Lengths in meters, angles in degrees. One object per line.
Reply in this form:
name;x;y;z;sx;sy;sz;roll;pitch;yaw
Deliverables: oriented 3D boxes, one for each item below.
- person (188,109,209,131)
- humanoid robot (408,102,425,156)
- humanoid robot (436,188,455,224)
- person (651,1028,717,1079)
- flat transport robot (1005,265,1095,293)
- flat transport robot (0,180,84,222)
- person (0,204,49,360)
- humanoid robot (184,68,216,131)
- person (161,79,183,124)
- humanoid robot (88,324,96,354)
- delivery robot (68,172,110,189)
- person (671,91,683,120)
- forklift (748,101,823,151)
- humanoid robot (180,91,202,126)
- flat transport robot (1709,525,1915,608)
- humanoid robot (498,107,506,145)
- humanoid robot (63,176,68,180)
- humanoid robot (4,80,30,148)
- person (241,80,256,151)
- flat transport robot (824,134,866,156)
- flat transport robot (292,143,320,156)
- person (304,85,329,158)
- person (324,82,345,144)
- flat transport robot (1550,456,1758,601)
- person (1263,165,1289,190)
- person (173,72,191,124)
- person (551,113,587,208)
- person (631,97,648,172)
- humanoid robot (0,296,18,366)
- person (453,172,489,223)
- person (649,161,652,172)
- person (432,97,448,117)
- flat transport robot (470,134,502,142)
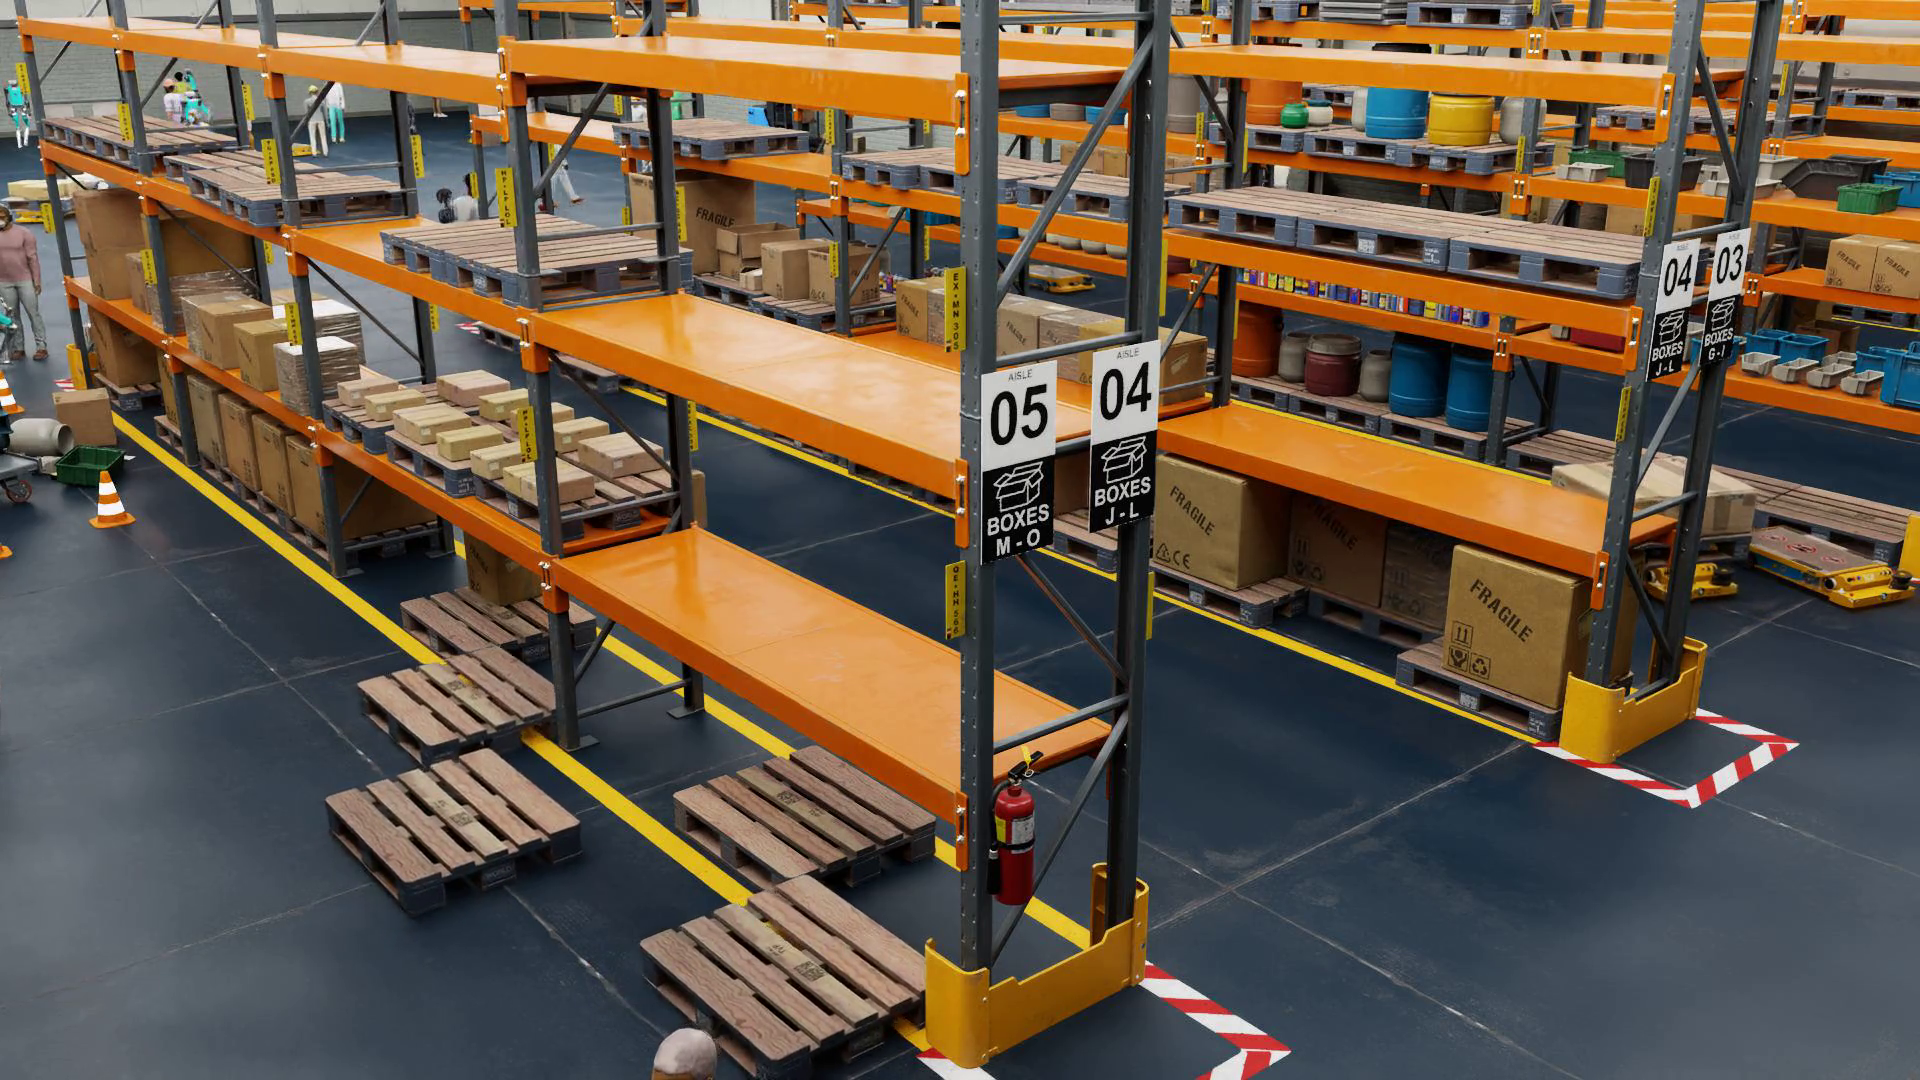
person;-15.404;-7.826;33.843;0.533;1.850;0.987;3;20;8
humanoid robot;-13.667;-10.290;41.197;0.588;1.630;0.823;8;21;22
humanoid robot;-7.321;-4.254;23.945;0.688;1.624;0.602;-5;20;-15
person;-0.782;2.280;5.055;0.532;1.857;0.409;9;21;23
flat transport robot;1.341;-3.962;25.212;0.659;0.231;1.431;-14;24;-34
flat transport robot;-17.403;-6.234;31.677;0.659;0.231;1.431;-2;19;-6
person;-11.619;-3.171;20.467;0.620;1.932;0.370;-4;20;-11
humanoid robot;-21.490;-12.464;47.239;0.806;1.803;0.531;-3;20;-9
person;-18.813;-9.961;39.667;0.907;2.007;0.633;5;20;13
humanoid robot;-10.293;-2.872;19.929;0.542;1.769;0.958;18;26;41
delivery robot;-18.346;-7.552;35.027;0.815;0.614;0.499;-15;24;-36
person;-7.081;-10.441;41.142;0.488;1.946;0.957;-6;20;-16
forklift;-4.526;-11.368;42.374;1.129;2.768;1.873;-15;24;-37
humanoid robot;-18.367;-9.712;39.507;0.809;1.854;0.539;10;22;26
flat transport robot;6.832;0.193;13.386;0.659;0.231;1.431;-8;21;-21
humanoid robot;-12.071;-11.300;43.990;0.342;1.645;0.602;-10;22;-27
humanoid robot;-19.761;-8.663;36.492;0.610;1.642;0.536;2;19;6
humanoid robot;-24.438;-11.052;43.265;0.554;1.827;0.792;-8;21;-21
person;-17.990;-10.655;41.879;0.397;1.848;0.777;-8;21;-21
flat transport robot;-2.646;-8.386;37.803;1.431;0.231;0.659;4;20;12
flat transport robot;-16.826;-9.855;41.984;1.431;0.231;0.659;17;25;40
person;-15.884;-10.320;41.074;0.587;1.746;0.443;-10;22;-26
person;-16.679;-11.548;44.398;0.511;1.863;0.992;-3;20;-9
flat transport robot;5.567;0.146;13.520;0.659;0.231;1.431;-5;20;-13
person;5.202;-5.619;27.594;0.592;1.812;0.462;-11;22;-28
person;-21.824;-12.281;46.726;0.535;1.698;0.322;-14;24;-34
person;-7.837;-7.493;32.875;0.933;1.844;0.603;-8;21;-23
person;-7.255;-9.127;37.460;0.570;1.896;0.374;6;20;16
humanoid robot;-11.652;-2.854;20.002;0.760;1.884;0.531;-1;19;-4
person;-6.698;-4.144;23.191;0.639;1.945;0.582;13;23;33
person;-6.045;-7.556;33.216;0.317;1.741;0.483;7;21;20
person;-16.274;-14.096;51.628;0.499;1.879;0.401;18;26;42
flat transport robot;-12.405;-10.829;44.756;1.431;0.231;0.659;-2;19;-6
